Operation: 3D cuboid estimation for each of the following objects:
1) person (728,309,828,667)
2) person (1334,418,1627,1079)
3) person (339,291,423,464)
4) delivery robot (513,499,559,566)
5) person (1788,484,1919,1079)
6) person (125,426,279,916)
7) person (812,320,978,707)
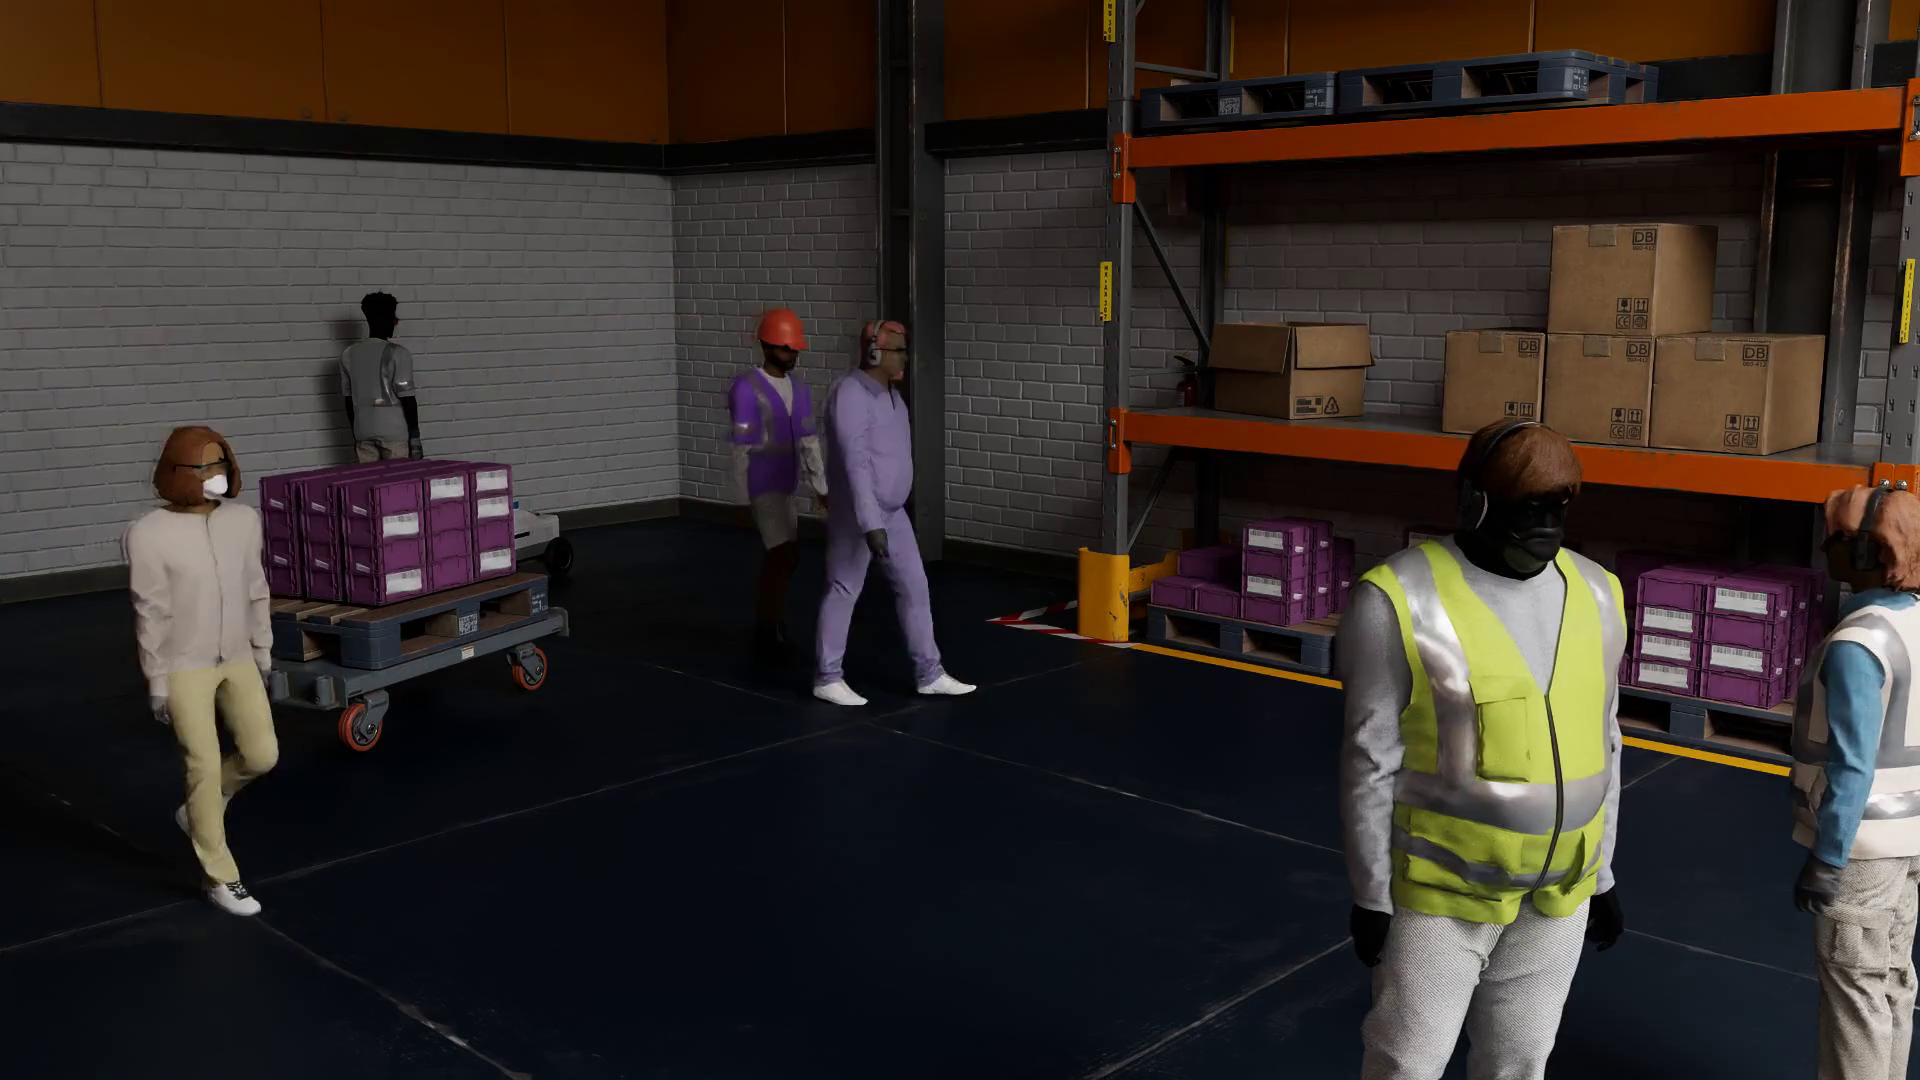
[{"bbox_3d":[-0.948,-0.276,8.906,0.605,1.903,0.576,5,11,28],"label":"person"},{"bbox_3d":[1.045,0.677,3.290,0.622,1.838,0.429,-3,10,-16],"label":"person"},{"bbox_3d":[-4.007,-0.743,11.597,0.607,1.966,0.367,4,10,22],"label":"person"},{"bbox_3d":[-3.032,-0.030,11.256,0.477,0.478,0.707,3,10,21],"label":"delivery robot"},{"bbox_3d":[2.058,0.689,3.811,0.313,1.642,0.513,9,13,43],"label":"person"},{"bbox_3d":[-2.513,0.422,5.508,0.468,1.619,0.505,5,11,29],"label":"person"},{"bbox_3d":[-0.333,-0.101,7.968,0.888,1.872,0.667,4,10,24],"label":"person"}]
